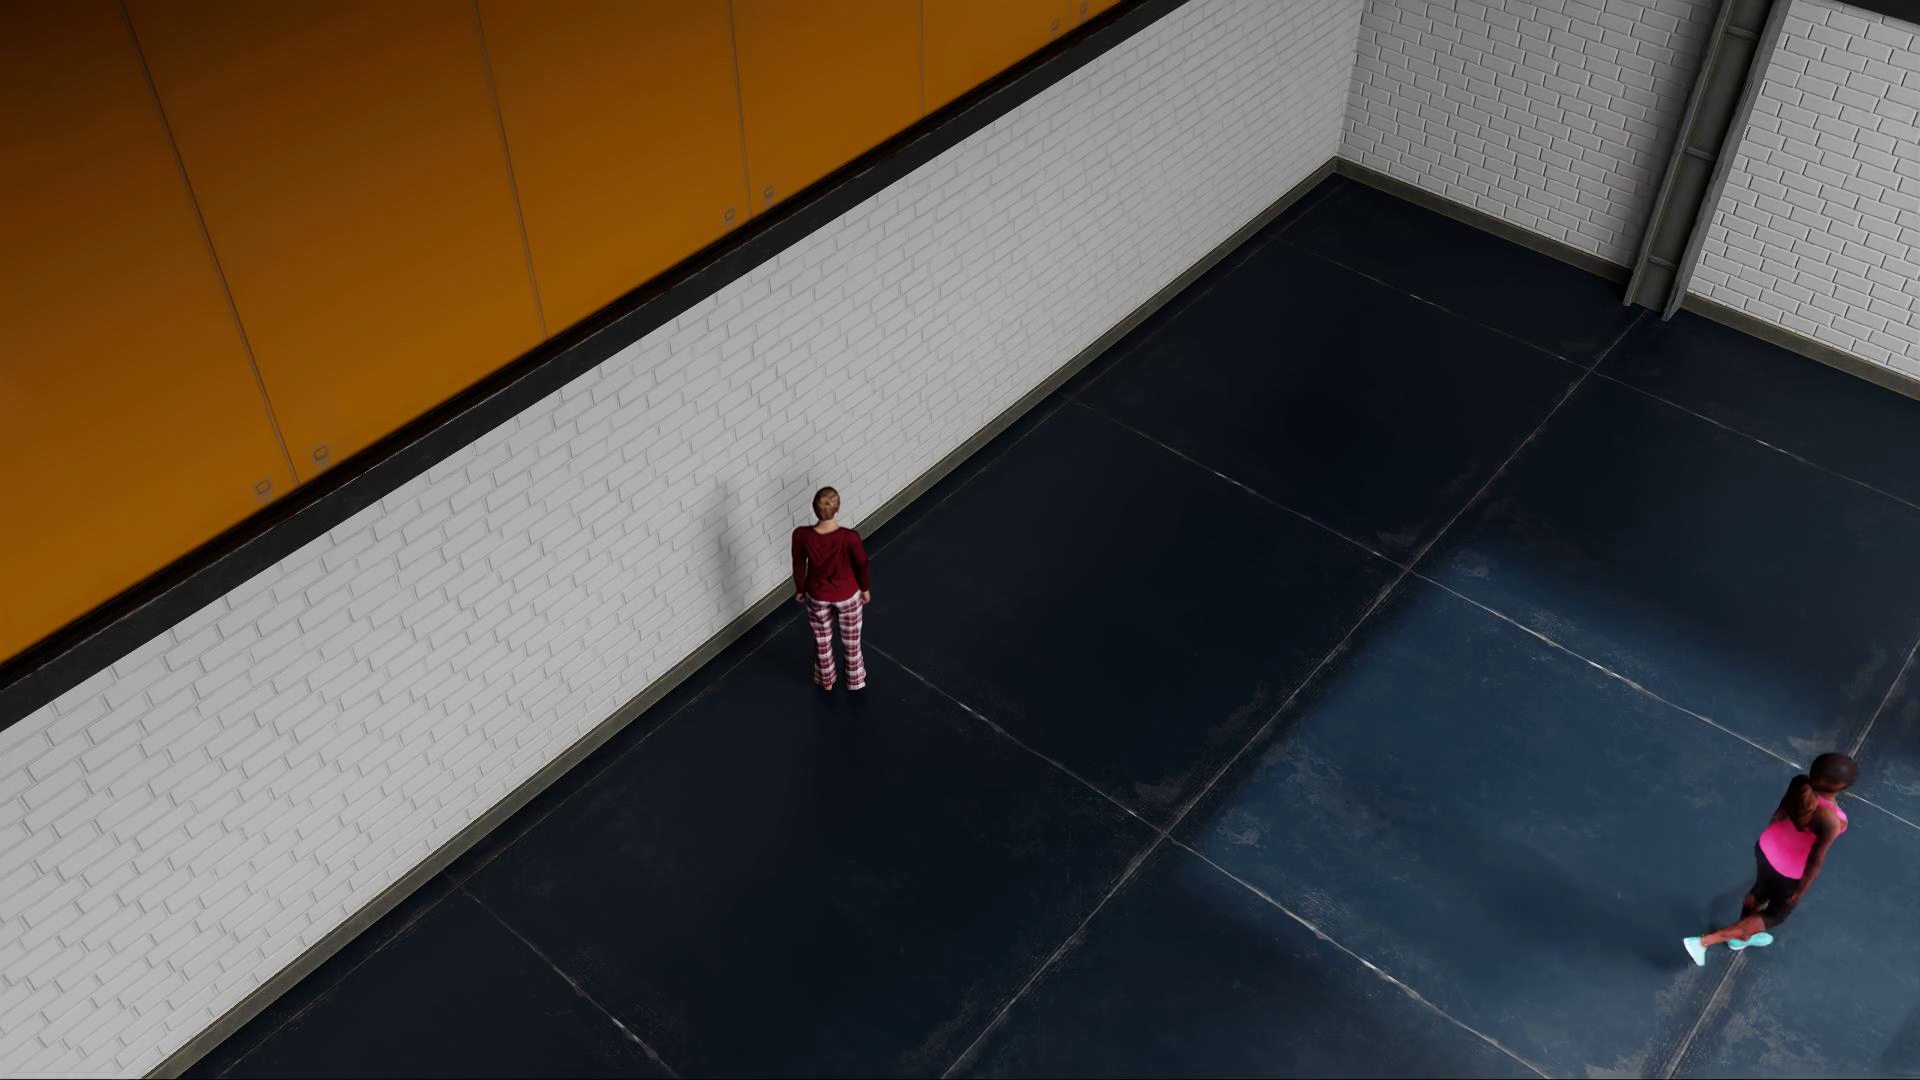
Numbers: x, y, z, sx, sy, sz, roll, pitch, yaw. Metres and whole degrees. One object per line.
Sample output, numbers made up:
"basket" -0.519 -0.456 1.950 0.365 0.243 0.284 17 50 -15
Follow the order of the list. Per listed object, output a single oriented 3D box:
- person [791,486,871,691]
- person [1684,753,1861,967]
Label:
"person" -0.804 0.307 10.463 0.655 1.699 0.748 1 44 1
"person" 4.349 1.745 8.944 0.936 1.712 0.902 -6 44 -7
